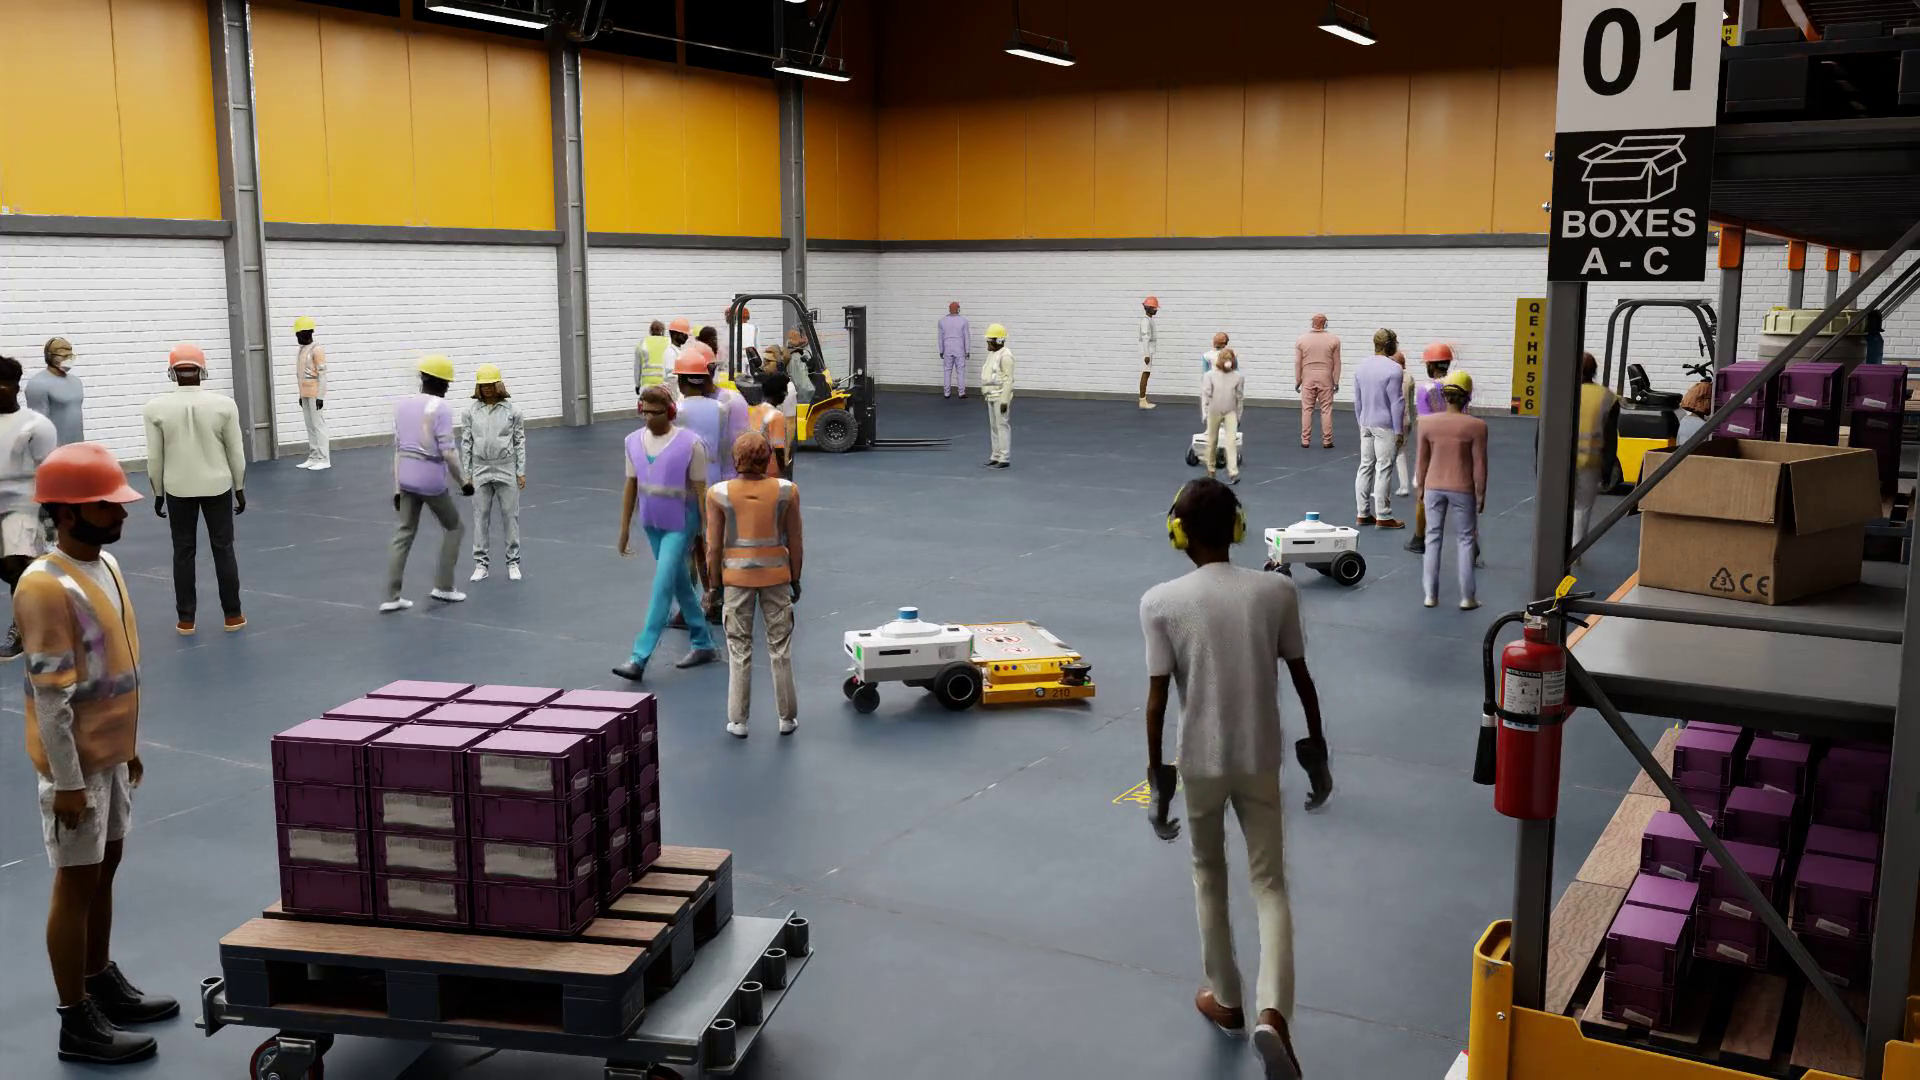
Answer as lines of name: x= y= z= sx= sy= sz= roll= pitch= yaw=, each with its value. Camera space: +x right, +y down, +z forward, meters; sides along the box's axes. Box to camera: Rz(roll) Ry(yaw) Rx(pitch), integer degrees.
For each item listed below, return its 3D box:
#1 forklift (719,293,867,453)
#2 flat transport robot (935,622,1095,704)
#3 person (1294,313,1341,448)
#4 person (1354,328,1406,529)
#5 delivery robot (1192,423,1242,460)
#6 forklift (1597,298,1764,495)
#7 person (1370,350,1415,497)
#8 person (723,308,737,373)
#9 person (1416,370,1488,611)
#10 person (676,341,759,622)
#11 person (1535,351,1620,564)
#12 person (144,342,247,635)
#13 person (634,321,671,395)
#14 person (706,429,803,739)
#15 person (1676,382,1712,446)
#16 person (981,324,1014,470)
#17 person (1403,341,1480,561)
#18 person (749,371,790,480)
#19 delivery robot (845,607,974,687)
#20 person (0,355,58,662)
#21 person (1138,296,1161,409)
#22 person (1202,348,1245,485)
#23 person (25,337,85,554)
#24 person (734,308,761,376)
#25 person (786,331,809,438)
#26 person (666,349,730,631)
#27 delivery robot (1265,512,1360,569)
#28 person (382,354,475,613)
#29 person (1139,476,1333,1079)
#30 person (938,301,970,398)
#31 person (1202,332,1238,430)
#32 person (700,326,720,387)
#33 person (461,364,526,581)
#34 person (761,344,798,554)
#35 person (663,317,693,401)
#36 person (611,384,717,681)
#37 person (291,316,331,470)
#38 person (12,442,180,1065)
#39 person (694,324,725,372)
forklift: x=-2.458 y=-2.344 z=23.176 sx=2.313 sy=2.155 sz=1.214 roll=0 pitch=9 yaw=-2
flat transport robot: x=0.291 y=0.712 z=10.085 sx=0.652 sy=0.197 sz=1.431 roll=-2 pitch=9 yaw=-13
person: x=5.032 y=-2.240 z=23.416 sx=0.643 sy=1.910 sz=0.399 roll=3 pitch=10 yaw=17
person: x=4.050 y=-1.070 z=16.022 sx=0.372 sy=1.940 sz=0.630 roll=-5 pitch=10 yaw=-27
delivery robot: x=3.283 y=-1.258 z=21.204 sx=0.477 sy=0.478 sz=0.707 roll=9 pitch=13 yaw=43
forklift: x=7.954 y=-1.589 z=18.462 sx=2.313 sy=2.155 sz=1.214 roll=5 pitch=11 yaw=30
person: x=4.719 y=-1.259 z=18.149 sx=0.530 sy=1.629 sz=0.359 roll=-5 pitch=10 yaw=-30
person: x=-3.917 y=-3.109 z=28.964 sx=0.602 sy=1.872 sz=0.415 roll=9 pitch=12 yaw=43
person: x=3.593 y=-0.359 z=12.163 sx=0.528 sy=1.760 sz=0.323 roll=6 pitch=11 yaw=32
person: x=-1.659 y=-0.416 z=11.792 sx=0.641 sy=2.002 sz=0.803 roll=4 pitch=10 yaw=25
person: x=5.111 y=-0.651 z=13.803 sx=0.638 sy=1.821 sz=0.800 roll=2 pitch=9 yaw=14
person: x=-5.193 y=-0.350 z=11.343 sx=0.611 sy=1.996 sz=0.375 roll=-4 pitch=10 yaw=-22
person: x=-4.351 y=-2.253 z=23.911 sx=0.639 sy=1.788 sz=0.958 roll=-3 pitch=9 yaw=-16
person: x=-1.082 y=0.235 z=8.797 sx=0.514 sy=1.642 sz=0.314 roll=-2 pitch=9 yaw=-10
person: x=5.627 y=-0.392 z=12.733 sx=0.277 sy=1.633 sz=0.507 roll=0 pitch=9 yaw=3
person: x=0.467 y=-1.794 z=20.874 sx=0.404 sy=1.827 sz=0.599 roll=-3 pitch=10 yaw=-18
person: x=4.152 y=-0.755 z=14.224 sx=0.552 sy=1.896 sz=0.992 roll=-2 pitch=9 yaw=-15
person: x=-1.534 y=-0.525 z=13.412 sx=0.432 sy=1.668 sz=0.568 roll=-5 pitch=10 yaw=-26
delivery robot: x=-0.291 y=0.625 z=9.452 sx=0.707 sy=0.478 sz=0.477 roll=-3 pitch=10 yaw=-16
person: x=-6.121 y=-0.234 z=10.776 sx=0.639 sy=1.944 sz=0.811 roll=2 pitch=9 yaw=13
person: x=3.445 y=-3.401 z=30.247 sx=0.392 sy=2.039 sz=0.614 roll=2 pitch=9 yaw=9
person: x=3.081 y=-1.456 z=19.529 sx=0.512 sy=1.587 sz=0.872 roll=0 pitch=9 yaw=-1
person: x=-7.415 y=-0.704 z=13.738 sx=0.351 sy=1.936 sz=0.635 roll=1 pitch=9 yaw=3
person: x=-3.674 y=-3.028 z=28.415 sx=0.584 sy=1.879 sz=0.337 roll=-6 pitch=11 yaw=-35
person: x=-2.413 y=-2.301 z=24.736 sx=0.388 sy=1.612 sz=0.501 roll=-1 pitch=9 yaw=-7
person: x=-1.841 y=-0.345 z=11.498 sx=0.552 sy=1.937 sz=0.356 roll=-8 pitch=12 yaw=-42
delivery robot: x=2.797 y=0.020 z=13.229 sx=0.707 sy=0.478 sz=0.477 roll=-1 pitch=9 yaw=-7
person: x=-3.885 y=-0.409 z=12.122 sx=0.607 sy=1.860 sz=0.752 roll=6 pitch=11 yaw=32
person: x=0.864 y=0.733 z=5.101 sx=0.618 sy=1.831 sz=0.789 roll=0 pitch=9 yaw=0
person: x=-0.100 y=-3.738 z=32.770 sx=0.651 sy=1.907 sz=0.409 roll=3 pitch=9 yaw=16
person: x=3.644 y=-2.096 z=23.344 sx=0.515 sy=1.642 sz=0.314 roll=4 pitch=10 yaw=21
person: x=-2.897 y=-1.480 z=18.813 sx=0.381 sy=1.875 sz=0.714 roll=-1 pitch=9 yaw=-6
person: x=-3.723 y=-0.536 z=13.292 sx=0.494 sy=1.743 sz=0.307 roll=-1 pitch=9 yaw=-9
person: x=-1.581 y=-0.766 z=14.413 sx=0.345 sy=1.847 sz=0.508 roll=-5 pitch=10 yaw=-28
person: x=-3.388 y=-1.714 z=20.058 sx=0.364 sy=1.933 sz=0.543 roll=0 pitch=9 yaw=-2
person: x=-1.823 y=-0.049 z=10.099 sx=0.614 sy=1.781 sz=0.932 roll=6 pitch=11 yaw=33
person: x=-8.146 y=-1.837 z=20.844 sx=0.375 sy=1.923 sz=0.595 roll=-9 pitch=13 yaw=-44
person: x=-2.714 y=0.657 z=5.241 sx=0.377 sy=1.938 sz=0.547 roll=-1 pitch=9 yaw=-8
person: x=-3.740 y=-2.345 z=24.624 sx=0.568 sy=1.727 sz=0.688 roll=0 pitch=9 yaw=-1
